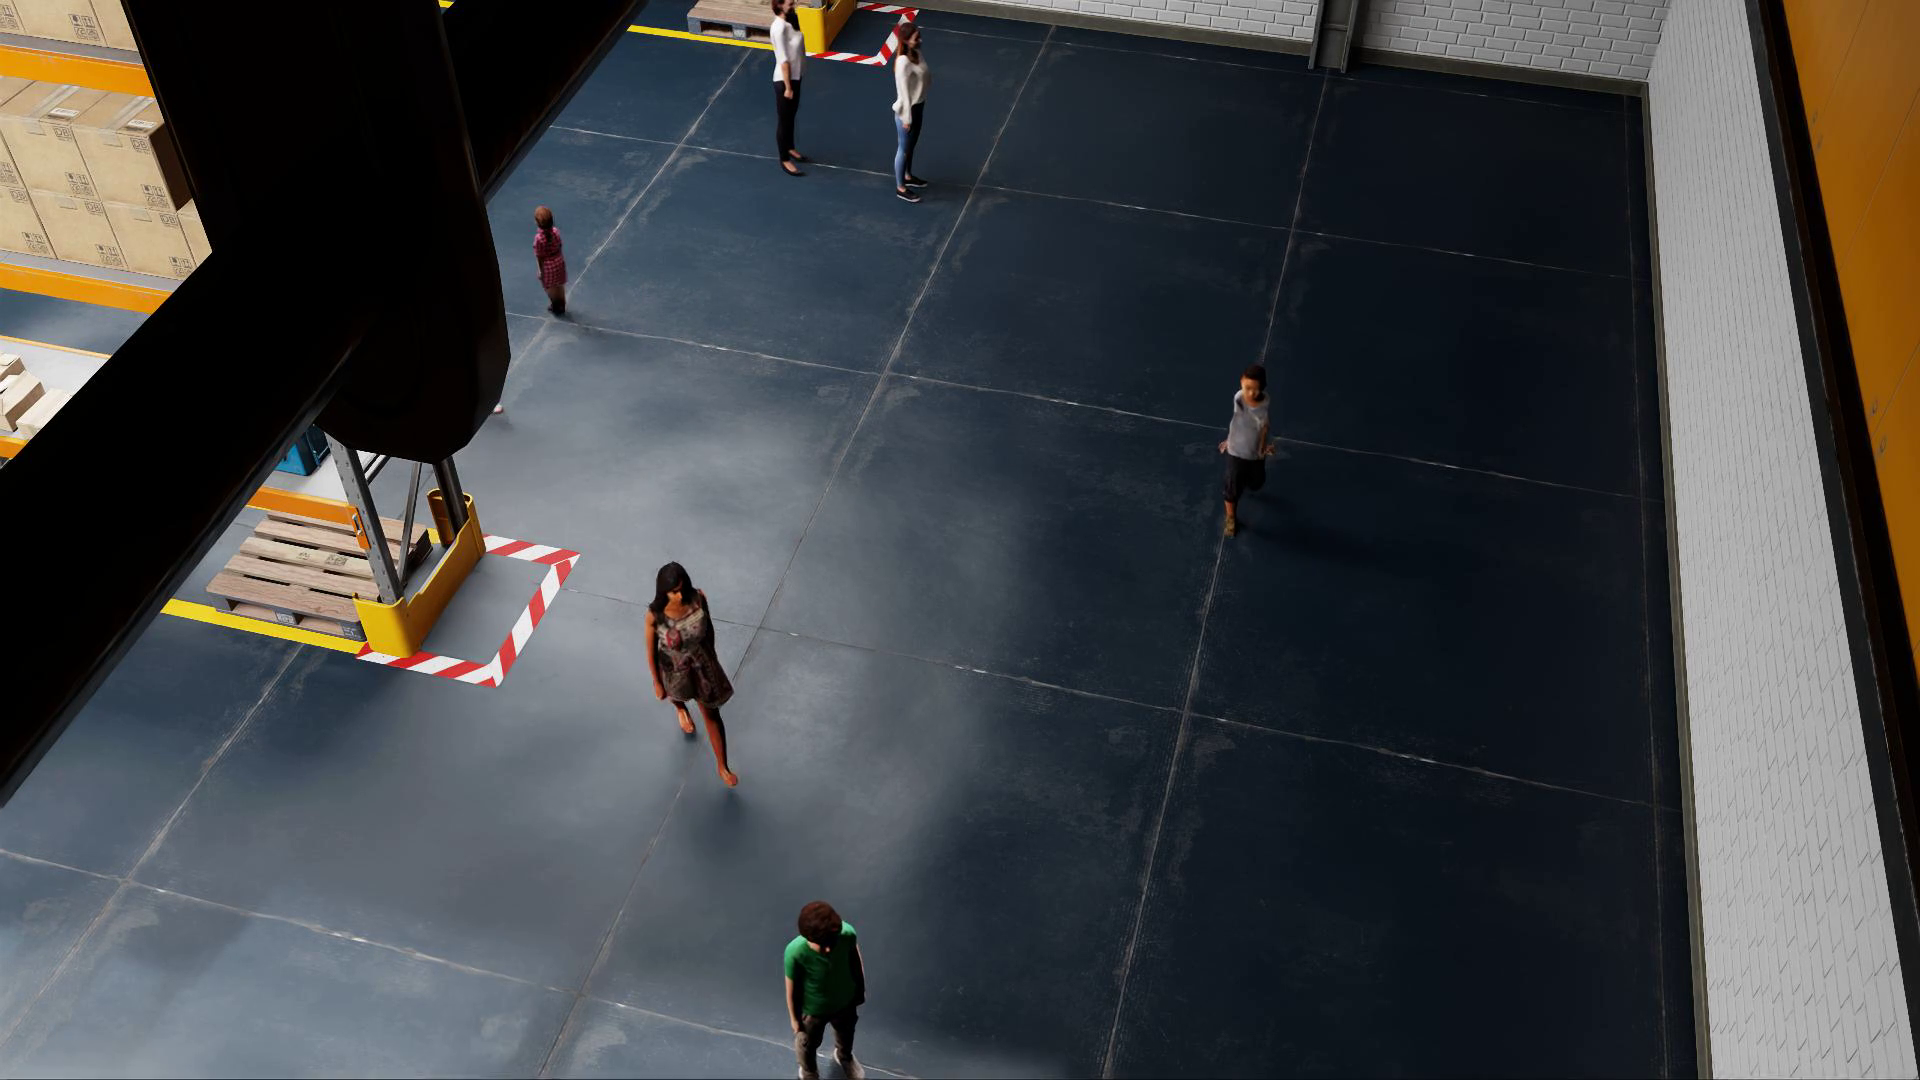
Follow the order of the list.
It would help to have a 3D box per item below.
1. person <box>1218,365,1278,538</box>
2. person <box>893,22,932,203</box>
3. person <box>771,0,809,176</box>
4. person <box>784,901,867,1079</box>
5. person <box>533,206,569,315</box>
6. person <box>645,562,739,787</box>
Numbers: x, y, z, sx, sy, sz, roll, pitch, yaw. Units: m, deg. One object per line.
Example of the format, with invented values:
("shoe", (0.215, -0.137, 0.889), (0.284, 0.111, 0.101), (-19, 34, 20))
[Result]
("person", (2.074, -0.748, 12.014), (0.844, 1.443, 0.743), (3, 44, 3))
("person", (-0.459, -3.919, 15.163), (0.551, 1.691, 0.624), (12, 45, 13))
("person", (-1.607, -4.271, 15.459), (0.549, 1.793, 0.632), (6, 44, 6))
("person", (-0.711, 2.354, 8.609), (0.645, 1.649, 0.711), (-20, 47, -20))
("person", (-3.420, -2.322, 13.978), (0.513, 1.012, 0.488), (29, 51, 27))
("person", (-1.751, 0.719, 10.361), (1.092, 1.599, 1.136), (-20, 47, -19))
